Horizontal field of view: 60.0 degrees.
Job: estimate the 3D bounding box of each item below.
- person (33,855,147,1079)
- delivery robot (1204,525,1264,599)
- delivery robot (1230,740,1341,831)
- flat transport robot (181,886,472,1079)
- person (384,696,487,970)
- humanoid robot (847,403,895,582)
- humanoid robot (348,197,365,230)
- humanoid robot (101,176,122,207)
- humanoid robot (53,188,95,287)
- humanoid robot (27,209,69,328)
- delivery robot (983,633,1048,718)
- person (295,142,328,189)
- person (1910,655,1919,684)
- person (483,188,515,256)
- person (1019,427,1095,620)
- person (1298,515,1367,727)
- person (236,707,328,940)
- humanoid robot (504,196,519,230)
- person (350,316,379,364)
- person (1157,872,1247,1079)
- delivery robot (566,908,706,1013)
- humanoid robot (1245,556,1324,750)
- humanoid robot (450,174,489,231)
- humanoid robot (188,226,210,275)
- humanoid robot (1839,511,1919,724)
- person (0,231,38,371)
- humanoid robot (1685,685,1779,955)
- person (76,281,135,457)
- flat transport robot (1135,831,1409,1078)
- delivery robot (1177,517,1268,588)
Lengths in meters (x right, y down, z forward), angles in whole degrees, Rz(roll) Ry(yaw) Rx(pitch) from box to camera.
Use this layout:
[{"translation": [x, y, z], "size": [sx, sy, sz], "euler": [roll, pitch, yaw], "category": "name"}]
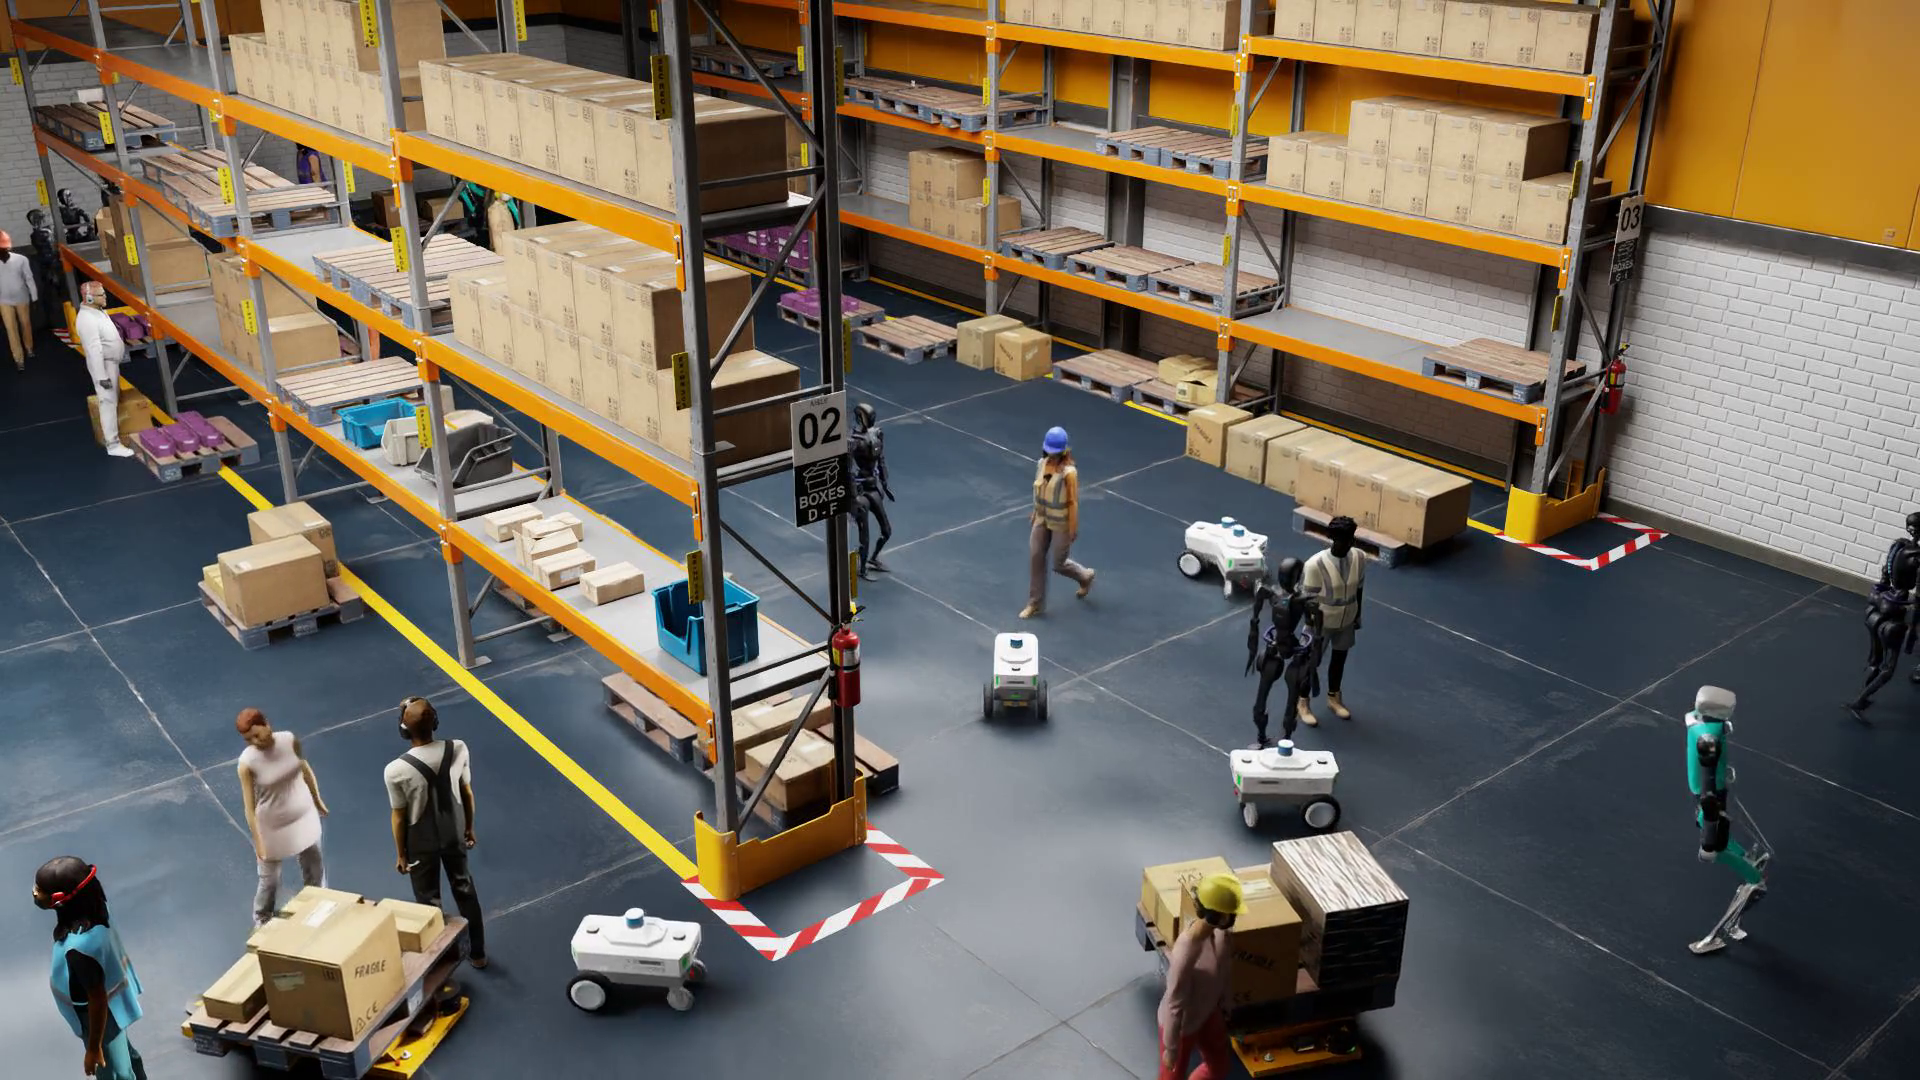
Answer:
[{"translation": [-4.218, 2.356, 8.175], "size": [0.392, 1.866, 0.516], "euler": [-10, 25, -21], "category": "person"}, {"translation": [2.481, 0.152, 14.932], "size": [0.499, 0.595, 0.781], "euler": [-2, 23, -4], "category": "delivery robot"}, {"translation": [2.237, 1.650, 11.435], "size": [0.744, 0.574, 0.512], "euler": [1, 23, 2], "category": "delivery robot"}, {"translation": [-3.602, 2.674, 9.452], "size": [1.431, 0.231, 0.659], "euler": [6, 24, 14], "category": "flat transport robot"}, {"translation": [-3.038, 1.739, 9.648], "size": [0.344, 1.838, 0.499], "euler": [21, 31, 40], "category": "person"}, {"translation": [-0.831, -0.434, 14.858], "size": [0.331, 1.649, 0.595], "euler": [14, 27, 29], "category": "humanoid robot"}, {"translation": [-8.435, -3.949, 23.072], "size": [0.732, 1.651, 0.616], "euler": [9, 25, 20], "category": "humanoid robot"}, {"translation": [-12.575, -4.668, 24.684], "size": [0.443, 1.643, 0.606], "euler": [-1, 23, -2], "category": "humanoid robot"}, {"translation": [-12.456, -4.138, 23.445], "size": [0.609, 1.644, 0.396], "euler": [2, 23, 3], "category": "humanoid robot"}, {"translation": [-12.199, -3.663, 22.428], "size": [0.600, 1.647, 0.720], "euler": [20, 31, 39], "category": "humanoid robot"}, {"translation": [0.435, 1.019, 12.913], "size": [0.499, 0.587, 0.789], "euler": [1, 23, 2], "category": "delivery robot"}, {"translation": [-10.356, -5.629, 26.600], "size": [0.429, 1.924, 0.527], "euler": [-20, 30, -38], "category": "person"}, {"translation": [7.817, 0.262, 12.954], "size": [0.546, 1.926, 0.388], "euler": [13, 27, 28], "category": "person"}, {"translation": [-6.318, -4.026, 22.954], "size": [0.389, 1.867, 0.563], "euler": [0, 23, 1], "category": "person"}, {"translation": [0.838, -0.177, 14.180], "size": [0.672, 1.754, 0.494], "euler": [-20, 30, -38], "category": "person"}, {"translation": [2.790, 0.591, 12.481], "size": [0.534, 1.693, 0.319], "euler": [-9, 25, -20], "category": "person"}, {"translation": [-4.094, 1.702, 9.974], "size": [0.470, 1.636, 0.586], "euler": [14, 27, 30], "category": "person"}, {"translation": [-7.041, -5.467, 26.506], "size": [0.552, 1.755, 1.043], "euler": [-14, 27, -29], "category": "humanoid robot"}, {"translation": [-7.152, -2.705, 20.032], "size": [0.501, 1.758, 0.344], "euler": [13, 27, 27], "category": "person"}, {"translation": [1.169, 2.390, 8.256], "size": [0.390, 1.746, 0.542], "euler": [14, 27, 30], "category": "person"}, {"translation": [-1.903, 2.425, 9.689], "size": [0.792, 0.611, 0.499], "euler": [3, 24, 6], "category": "delivery robot"}, {"translation": [2.336, 0.850, 11.909], "size": [0.584, 1.644, 0.382], "euler": [14, 27, 29], "category": "humanoid robot"}, {"translation": [-8.036, -5.854, 27.387], "size": [1.019, 1.739, 0.537], "euler": [16, 28, 33], "category": "humanoid robot"}, {"translation": [-10.665, -4.031, 23.146], "size": [1.071, 1.724, 0.542], "euler": [3, 24, 7], "category": "humanoid robot"}, {"translation": [6.992, 0.559, 12.580], "size": [0.462, 1.647, 0.609], "euler": [1, 23, 3], "category": "humanoid robot"}, {"translation": [-11.894, -3.046, 20.887], "size": [0.563, 1.696, 0.929], "euler": [-14, 27, -28], "category": "person"}, {"translation": [4.618, 1.710, 9.842], "size": [0.819, 1.787, 0.585], "euler": [8, 25, 17], "category": "humanoid robot"}, {"translation": [-9.155, -1.849, 17.863], "size": [0.406, 1.905, 0.651], "euler": [-8, 25, -19], "category": "person"}, {"translation": [1.734, 2.559, 9.717], "size": [0.659, 0.231, 1.431], "euler": [-6, 24, -13], "category": "flat transport robot"}, {"translation": [2.391, 0.092, 15.094], "size": [0.818, 0.614, 0.499], "euler": [14, 27, 30], "category": "delivery robot"}]
